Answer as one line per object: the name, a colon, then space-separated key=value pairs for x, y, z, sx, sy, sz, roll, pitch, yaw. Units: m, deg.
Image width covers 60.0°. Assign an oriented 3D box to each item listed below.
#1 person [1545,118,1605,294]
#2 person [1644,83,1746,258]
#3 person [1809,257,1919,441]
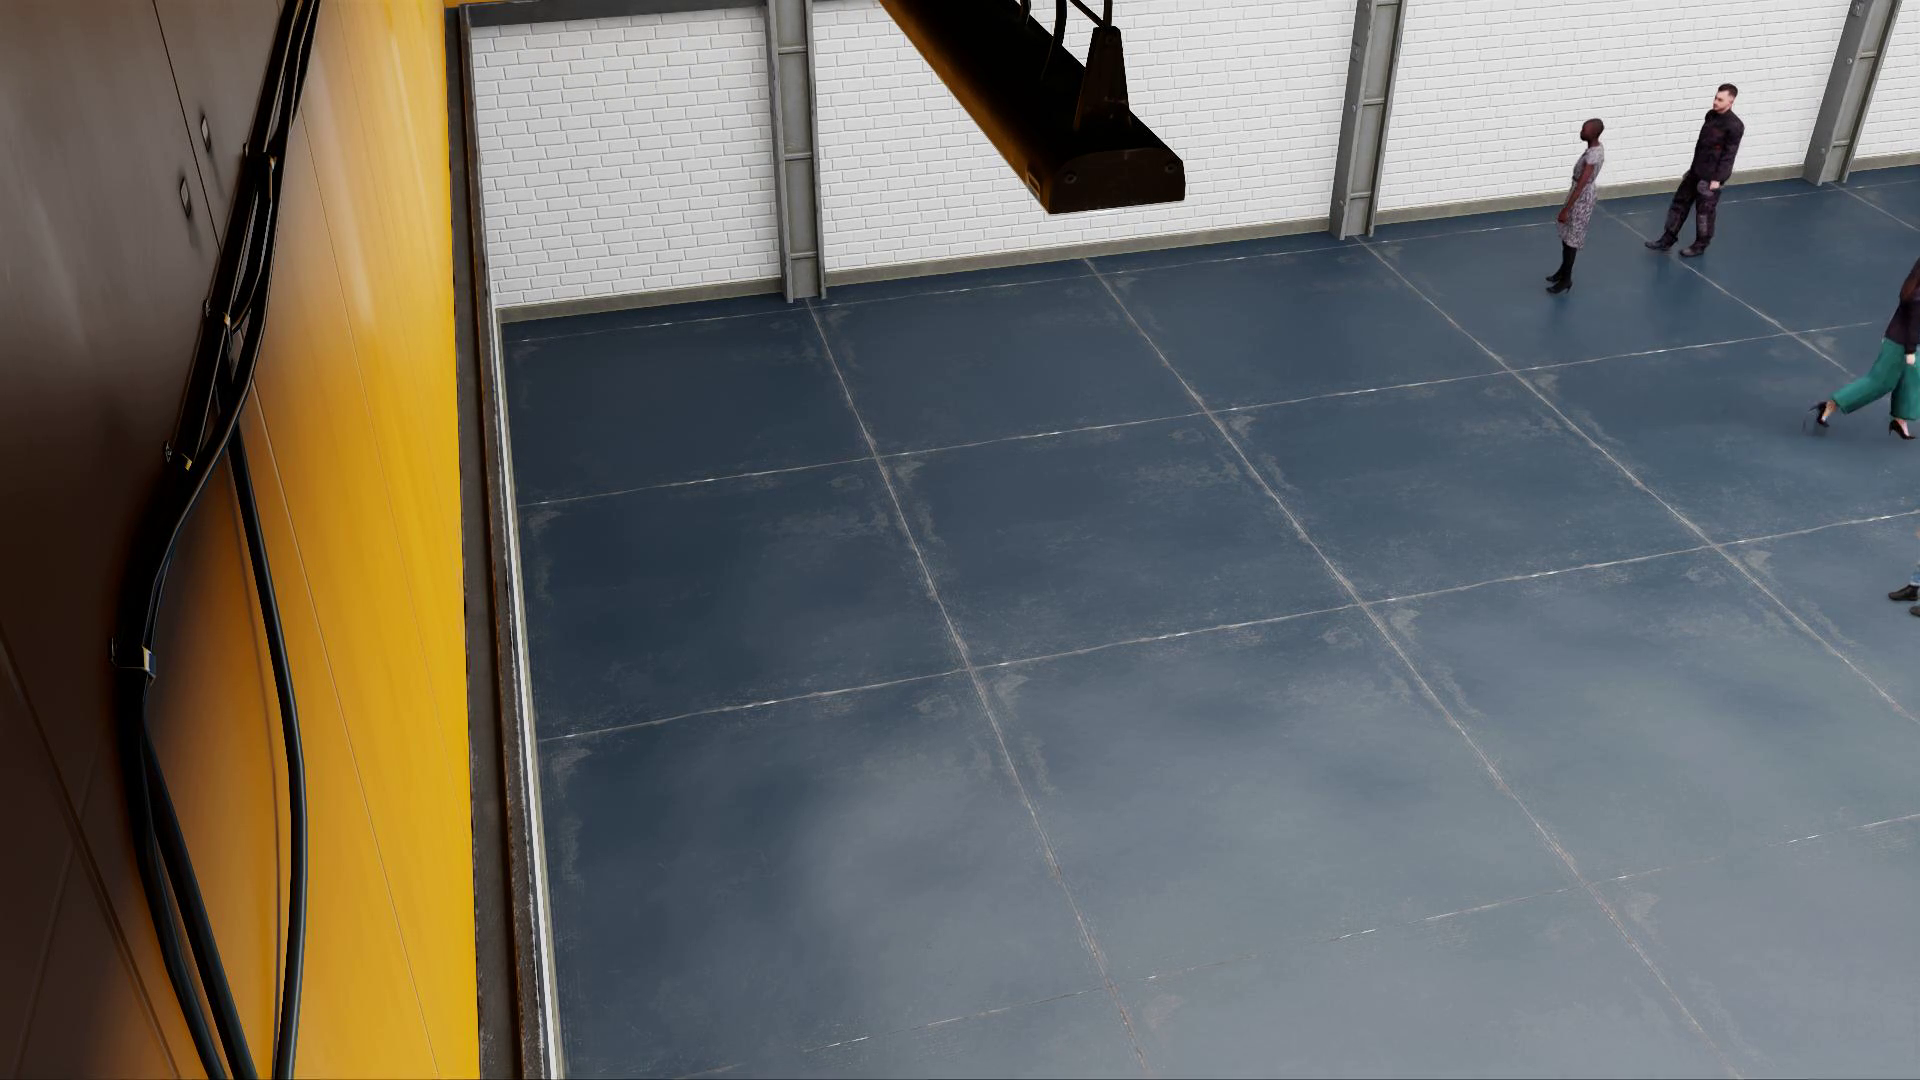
person: x=6.114 y=-3.257 z=16.289 sx=0.773 sy=1.782 sz=0.749 roll=13 pitch=36 yaw=19
person: x=7.745 y=-3.787 z=17.039 sx=0.866 sy=1.835 sz=0.731 roll=-7 pitch=34 yaw=-11
person: x=7.708 y=-1.586 z=13.850 sx=1.191 sy=1.699 sz=1.040 roll=13 pitch=36 yaw=19
